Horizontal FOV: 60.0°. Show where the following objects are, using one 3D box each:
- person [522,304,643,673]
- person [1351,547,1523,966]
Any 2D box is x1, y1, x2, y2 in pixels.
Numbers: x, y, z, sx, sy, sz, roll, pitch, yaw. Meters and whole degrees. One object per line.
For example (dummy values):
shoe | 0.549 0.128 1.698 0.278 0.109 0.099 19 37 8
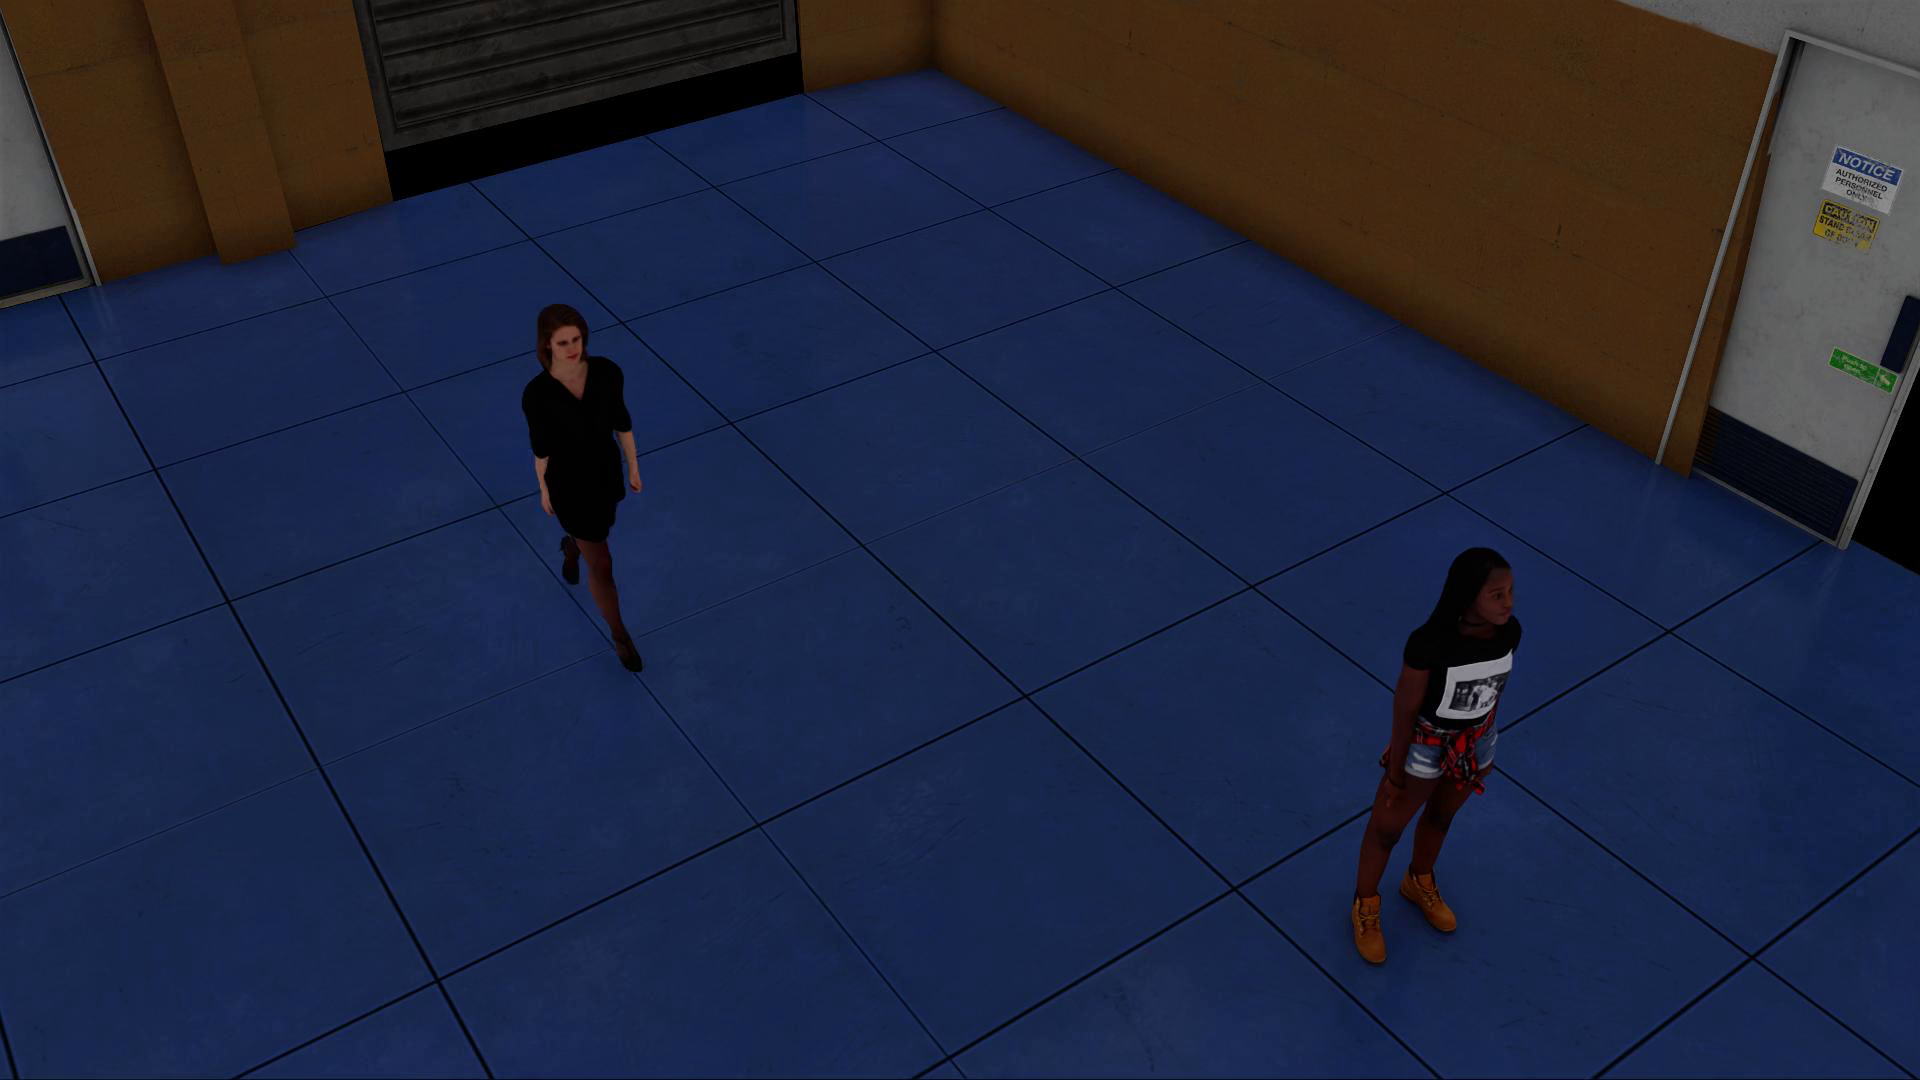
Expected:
person | -1.630 -0.274 7.107 0.983 1.671 0.667 -25 43 -29
person | 1.645 0.730 5.737 0.599 1.727 0.722 -14 39 -18
